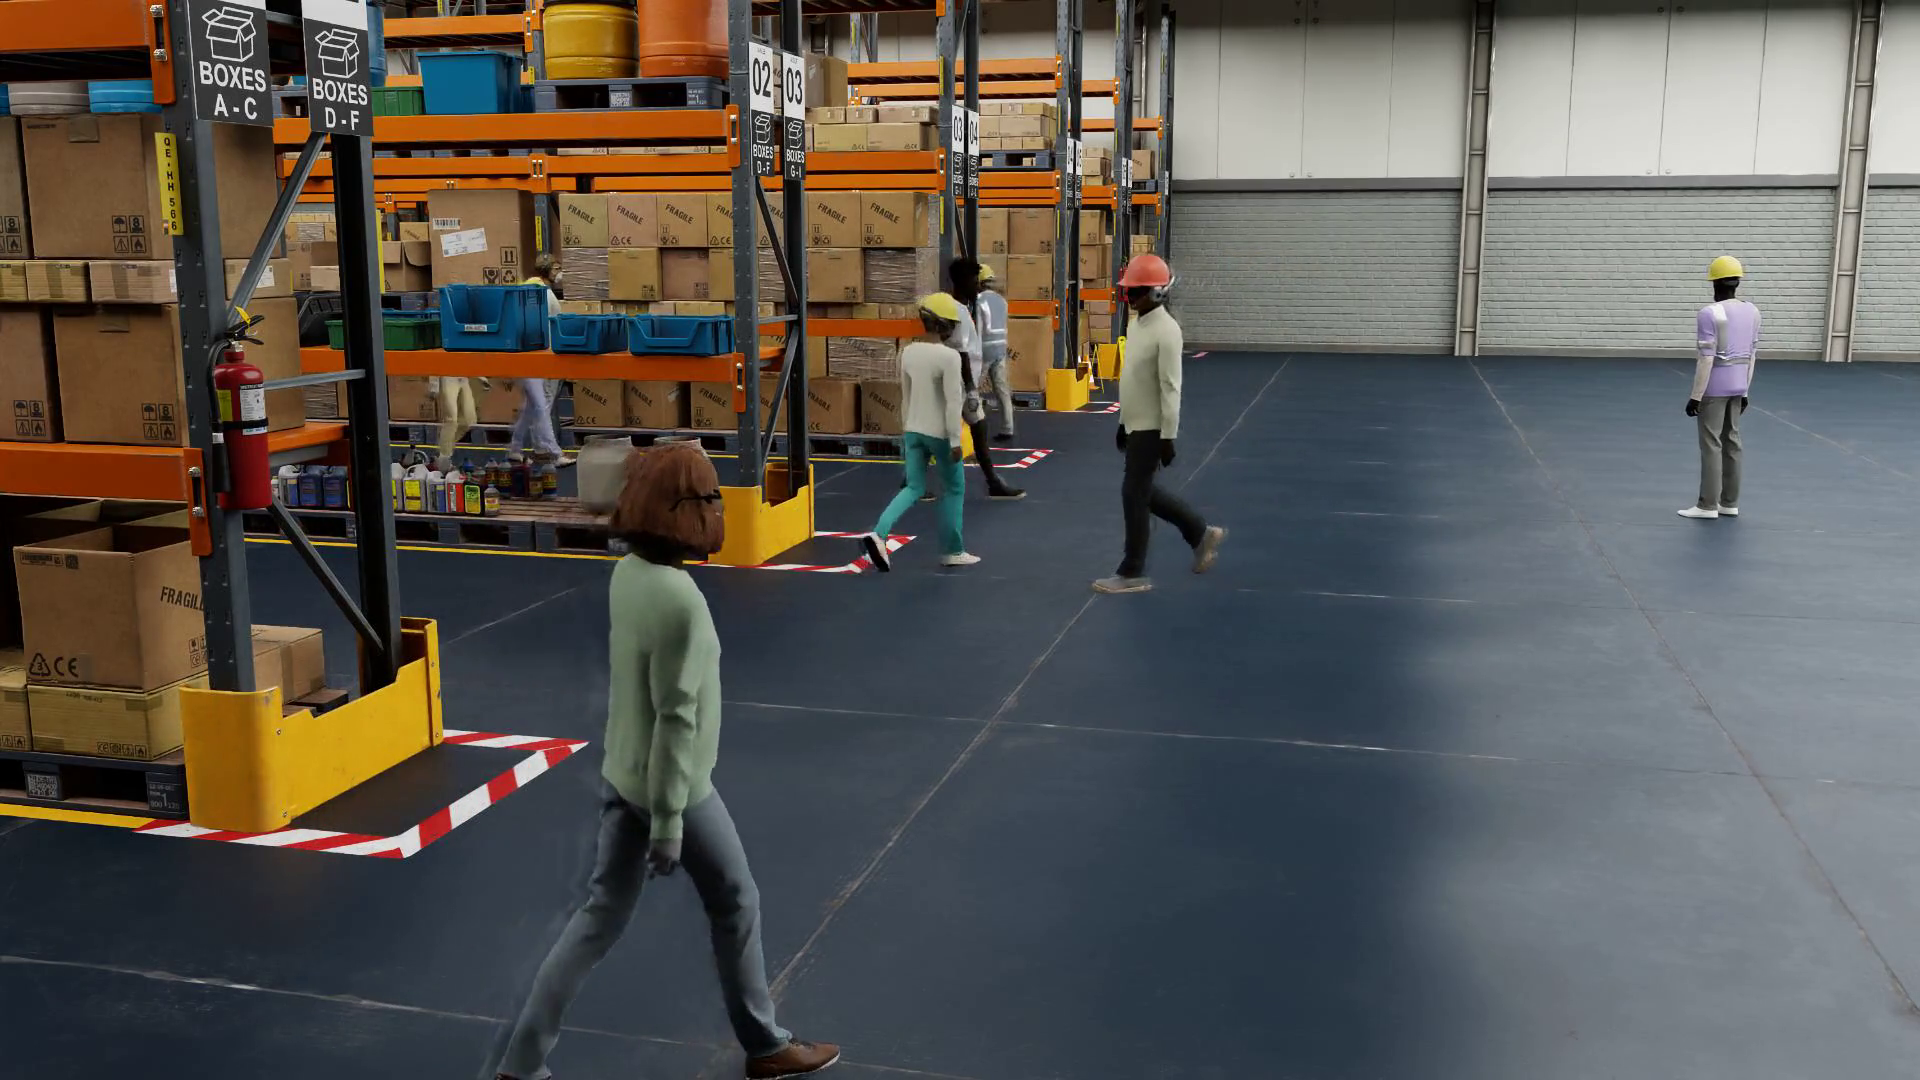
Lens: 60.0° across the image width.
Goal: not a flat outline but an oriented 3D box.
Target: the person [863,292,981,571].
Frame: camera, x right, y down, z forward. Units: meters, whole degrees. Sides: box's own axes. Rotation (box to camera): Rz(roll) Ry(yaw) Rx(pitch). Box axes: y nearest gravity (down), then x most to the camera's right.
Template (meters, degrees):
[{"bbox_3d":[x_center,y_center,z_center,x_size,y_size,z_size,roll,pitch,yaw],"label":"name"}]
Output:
[{"bbox_3d":[-0.229,-0.653,10.245,0.790,1.728,0.527,-10,14,-44],"label":"person"}]

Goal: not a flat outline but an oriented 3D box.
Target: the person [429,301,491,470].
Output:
[{"bbox_3d":[-4.370,-1.333,14.298,0.464,1.617,0.517,3,11,19],"label":"person"}]

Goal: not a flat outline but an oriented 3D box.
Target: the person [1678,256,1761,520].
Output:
[{"bbox_3d":[5.562,-1.108,12.196,0.595,1.923,0.366,-5,12,-27],"label":"person"}]

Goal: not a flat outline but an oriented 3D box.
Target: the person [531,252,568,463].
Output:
[{"bbox_3d":[-3.821,-1.672,15.333,0.374,1.932,0.624,-3,11,-17],"label":"person"}]

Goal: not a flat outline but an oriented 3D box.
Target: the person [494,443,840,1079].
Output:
[{"bbox_3d":[-0.725,0.568,3.847,0.852,1.593,0.507,-6,12,-31],"label":"person"}]

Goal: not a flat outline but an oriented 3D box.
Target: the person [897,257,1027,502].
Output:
[{"bbox_3d":[-0.024,-1.234,12.934,1.017,1.917,0.624,0,10,0],"label":"person"}]

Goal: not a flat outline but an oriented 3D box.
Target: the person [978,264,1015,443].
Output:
[{"bbox_3d":[0.204,-1.880,16.848,0.854,1.791,0.650,9,13,39],"label":"person"}]

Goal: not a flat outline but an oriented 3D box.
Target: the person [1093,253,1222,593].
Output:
[{"bbox_3d":[1.167,-0.676,9.686,0.769,1.969,0.626,-2,10,-12],"label":"person"}]

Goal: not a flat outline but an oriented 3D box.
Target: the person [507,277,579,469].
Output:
[{"bbox_3d":[-3.813,-1.502,14.975,0.939,1.713,0.528,5,11,26],"label":"person"}]
